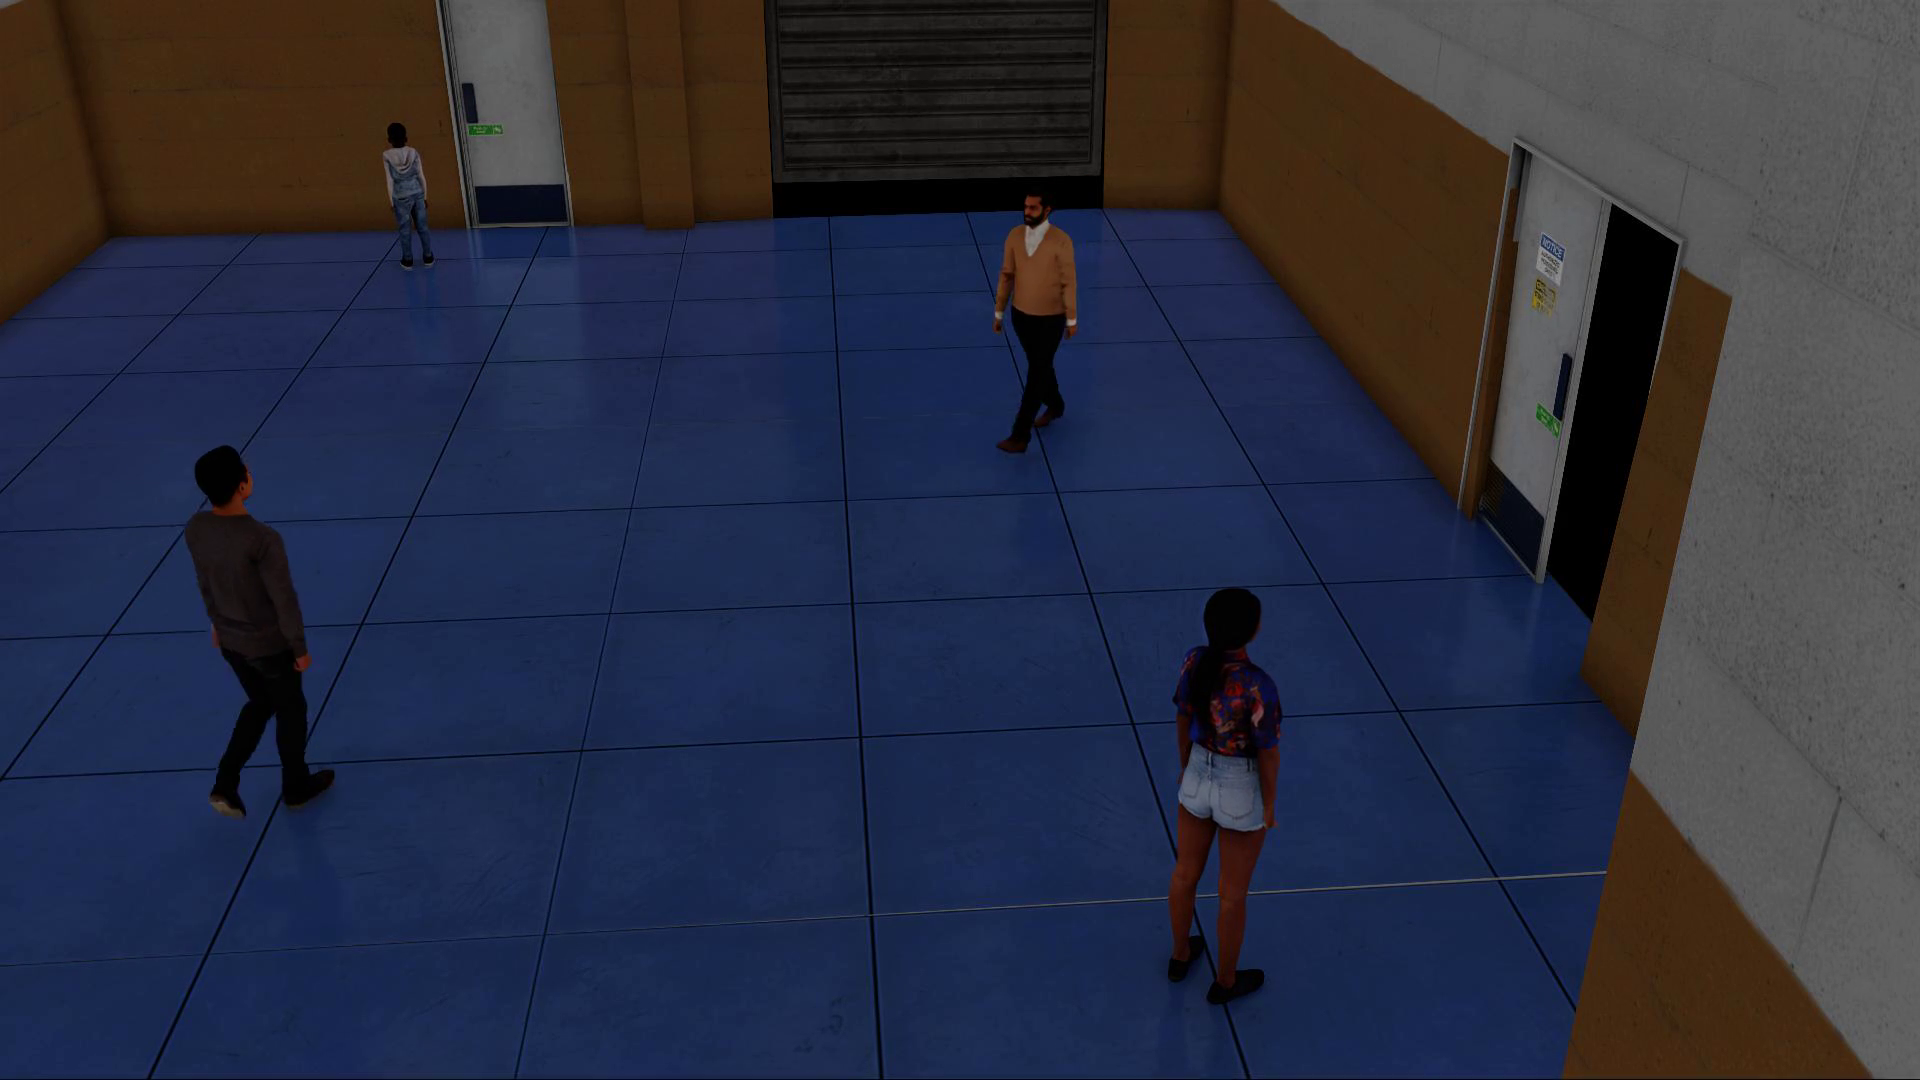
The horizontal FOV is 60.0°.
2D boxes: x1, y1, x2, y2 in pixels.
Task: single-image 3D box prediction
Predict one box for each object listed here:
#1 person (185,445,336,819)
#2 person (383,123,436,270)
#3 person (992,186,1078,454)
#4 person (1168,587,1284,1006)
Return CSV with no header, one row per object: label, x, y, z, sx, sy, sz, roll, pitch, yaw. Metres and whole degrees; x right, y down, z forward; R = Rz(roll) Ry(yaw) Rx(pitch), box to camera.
person,-3.059,0.465,7.068,0.936,1.754,0.942,22,34,37
person,-4.799,-2.992,14.430,0.523,1.261,0.609,-13,30,-24
person,0.558,-1.464,10.915,1.185,1.708,1.213,19,32,32
person,0.966,0.938,6.147,0.666,1.743,0.716,23,35,37
